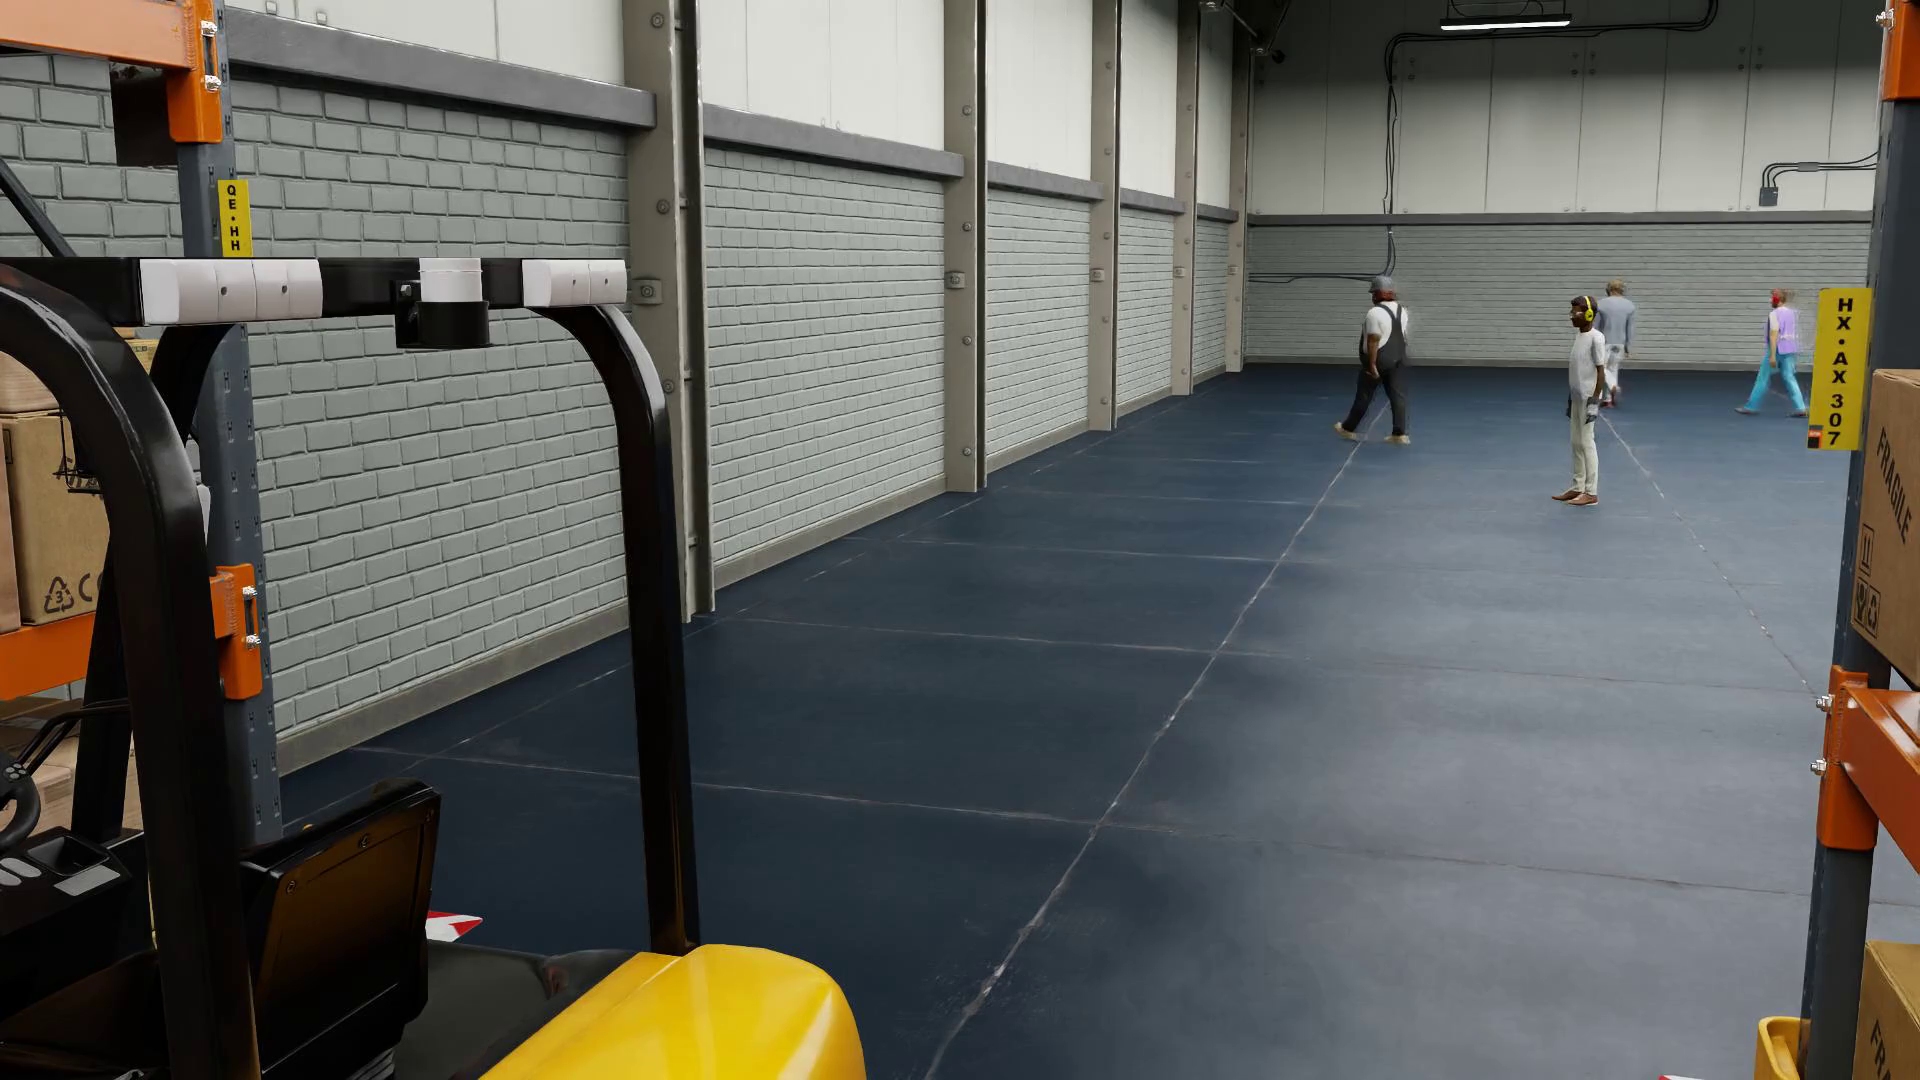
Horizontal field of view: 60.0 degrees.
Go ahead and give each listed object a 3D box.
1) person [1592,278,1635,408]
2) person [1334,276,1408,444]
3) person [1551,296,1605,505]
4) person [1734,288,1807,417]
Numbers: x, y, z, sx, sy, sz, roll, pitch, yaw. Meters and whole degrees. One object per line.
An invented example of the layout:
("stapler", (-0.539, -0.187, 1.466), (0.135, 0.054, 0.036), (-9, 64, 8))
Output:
("person", (9.604, -2.876, 24.438), (0.638, 1.919, 0.693), (-1, 10, -6))
("person", (4.994, -2.187, 19.967), (0.690, 2.000, 1.018), (-6, 11, -32))
("person", (5.550, -1.237, 14.828), (0.309, 1.864, 0.535), (0, 10, -3))
("person", (11.439, -2.605, 23.231), (0.586, 1.803, 0.982), (-7, 12, -34))
